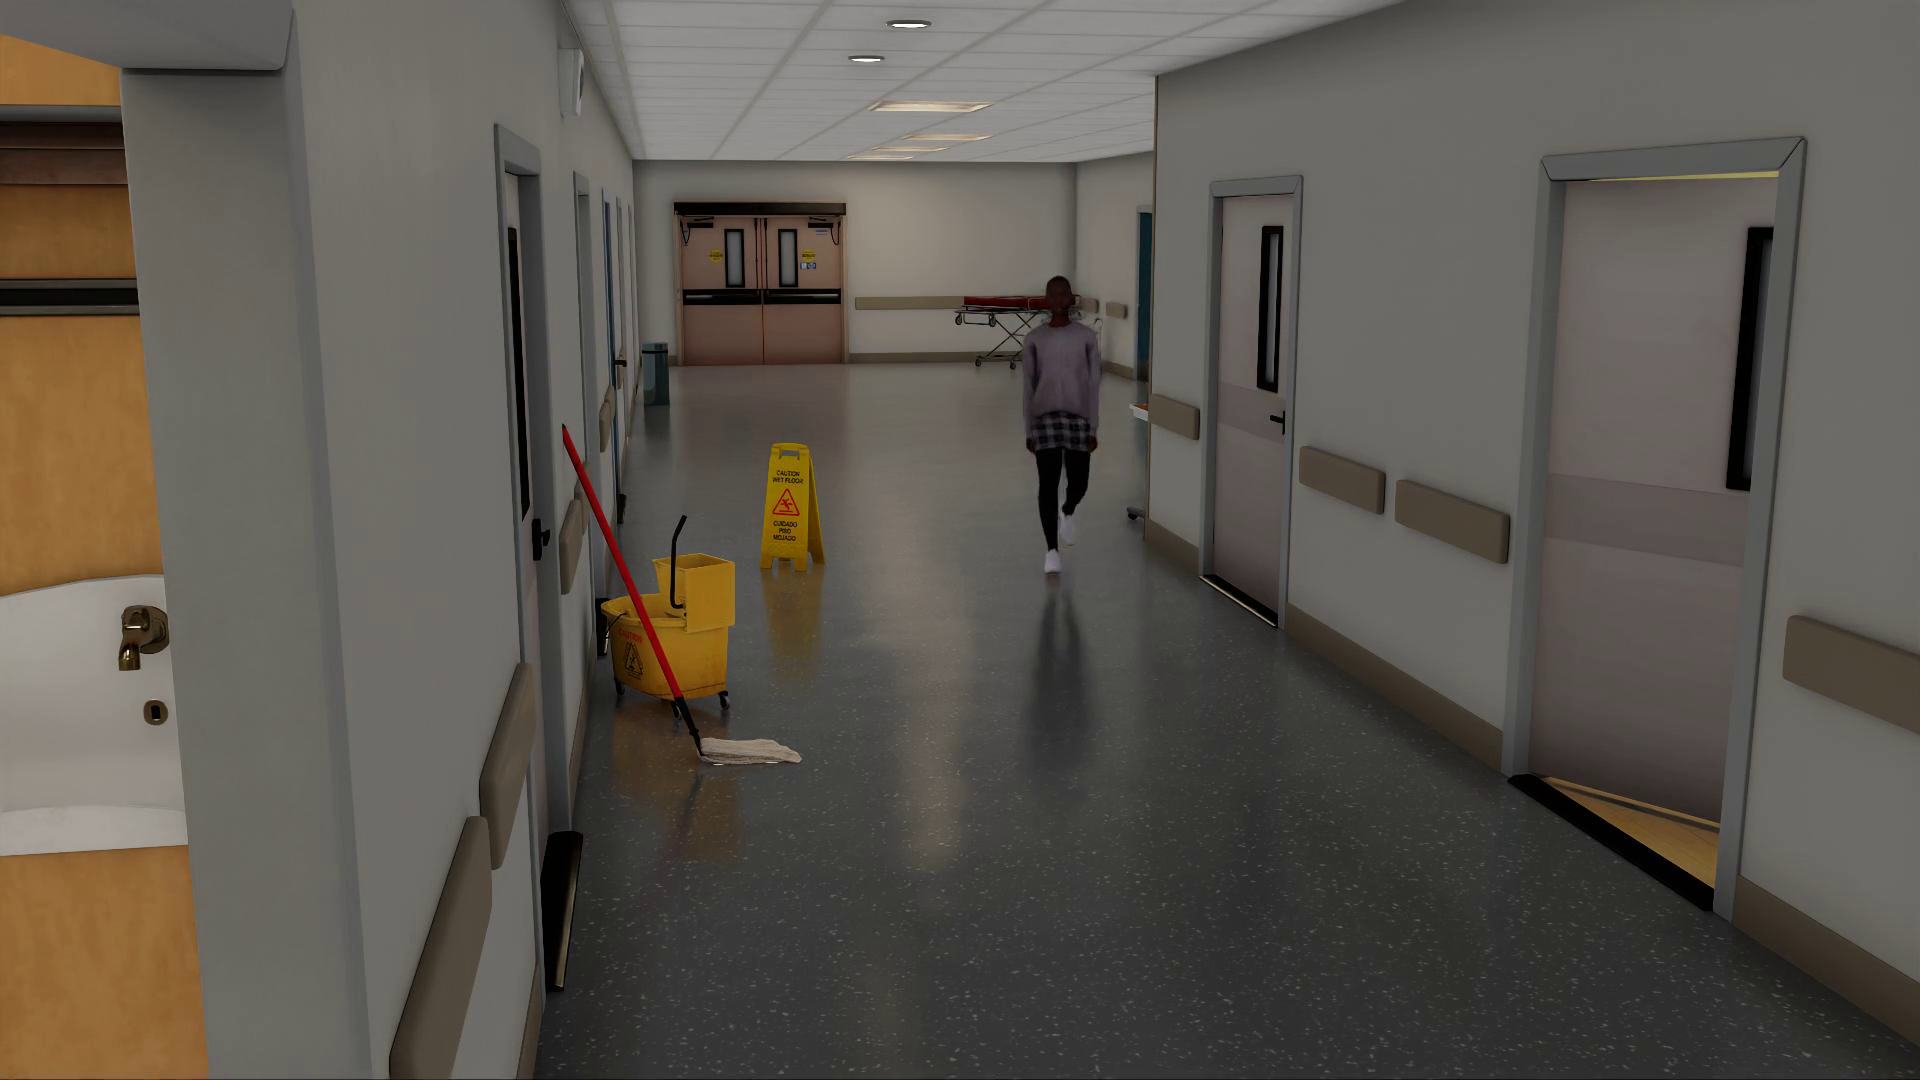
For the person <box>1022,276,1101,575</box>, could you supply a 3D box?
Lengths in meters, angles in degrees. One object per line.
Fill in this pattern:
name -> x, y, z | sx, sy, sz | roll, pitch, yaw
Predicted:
person -> 0.605, -0.696, 10.032 | 0.733, 1.757, 0.997 | 0, 11, 2
